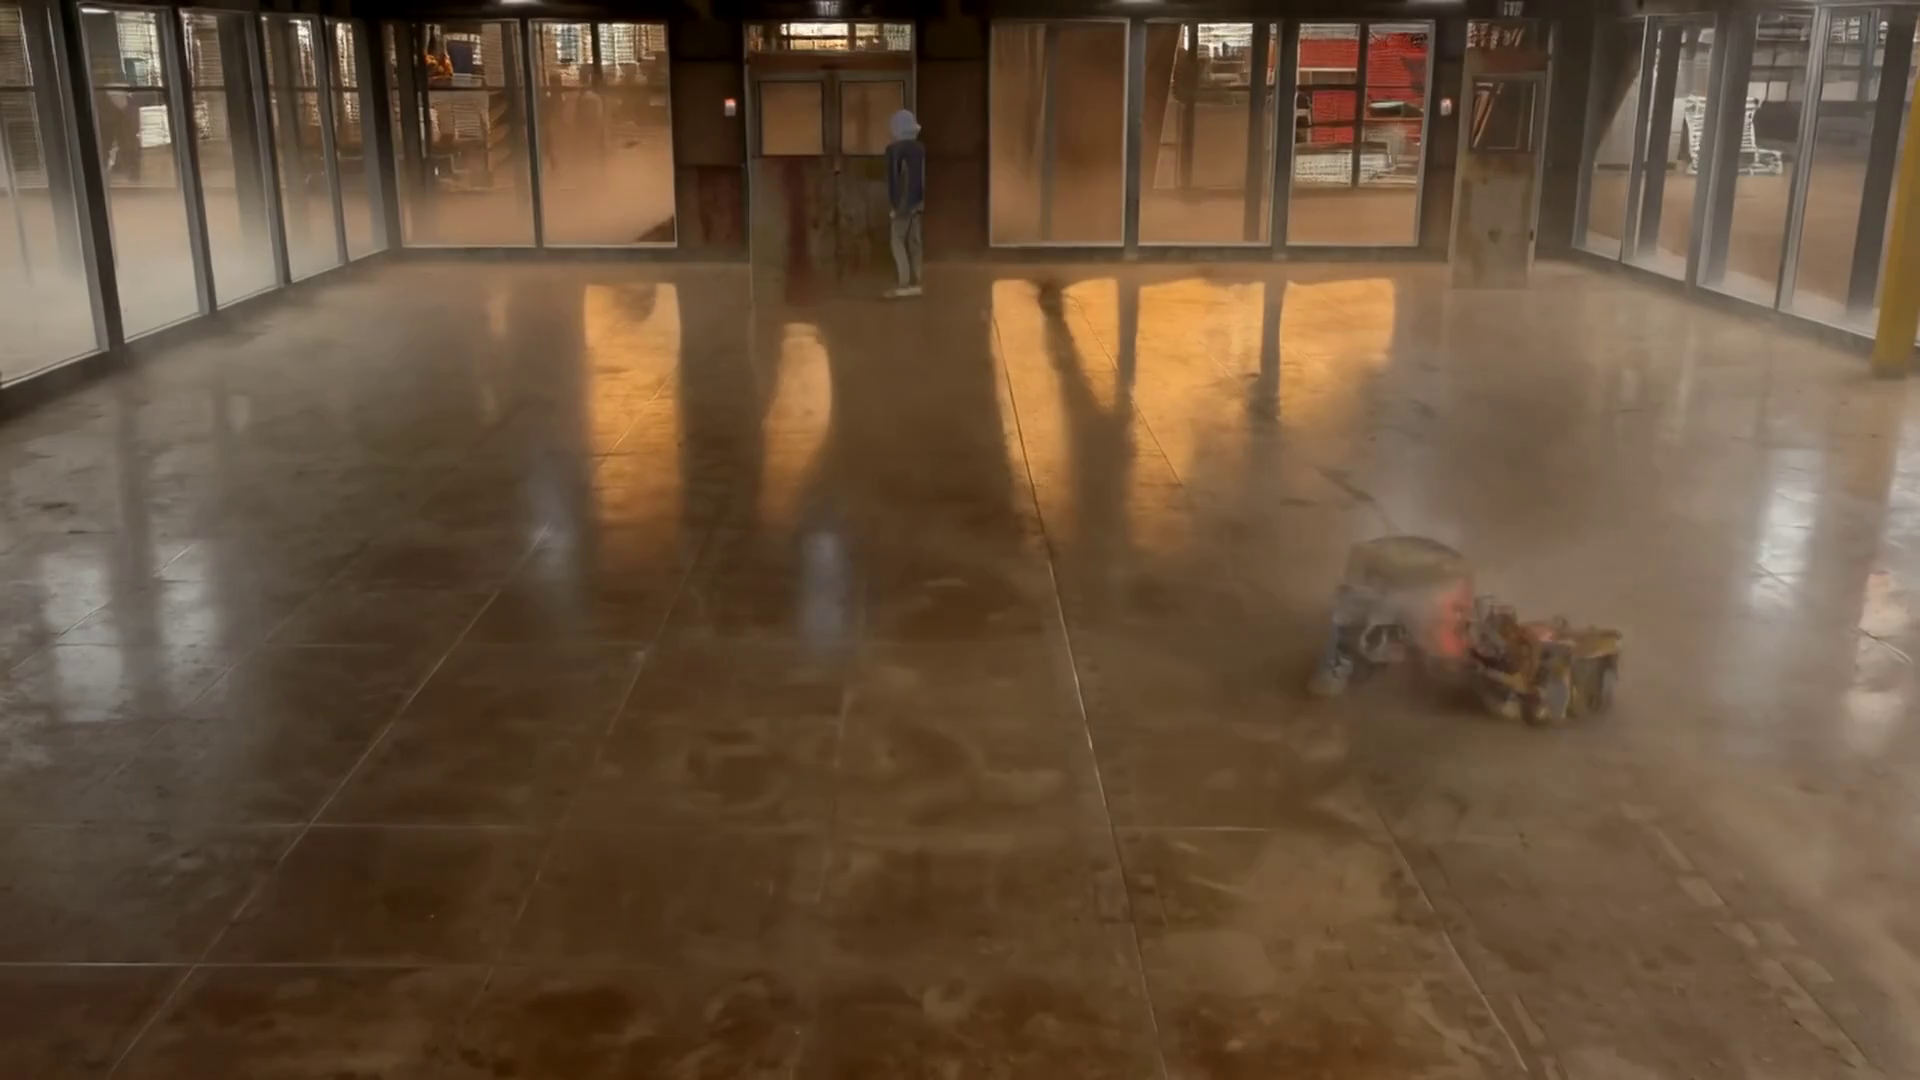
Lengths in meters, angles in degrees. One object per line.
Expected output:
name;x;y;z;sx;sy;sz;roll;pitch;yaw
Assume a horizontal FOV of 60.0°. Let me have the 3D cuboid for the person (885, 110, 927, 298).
person;-0.474;-2.945;14.626;0.303;1.624;0.521;9;18;27
